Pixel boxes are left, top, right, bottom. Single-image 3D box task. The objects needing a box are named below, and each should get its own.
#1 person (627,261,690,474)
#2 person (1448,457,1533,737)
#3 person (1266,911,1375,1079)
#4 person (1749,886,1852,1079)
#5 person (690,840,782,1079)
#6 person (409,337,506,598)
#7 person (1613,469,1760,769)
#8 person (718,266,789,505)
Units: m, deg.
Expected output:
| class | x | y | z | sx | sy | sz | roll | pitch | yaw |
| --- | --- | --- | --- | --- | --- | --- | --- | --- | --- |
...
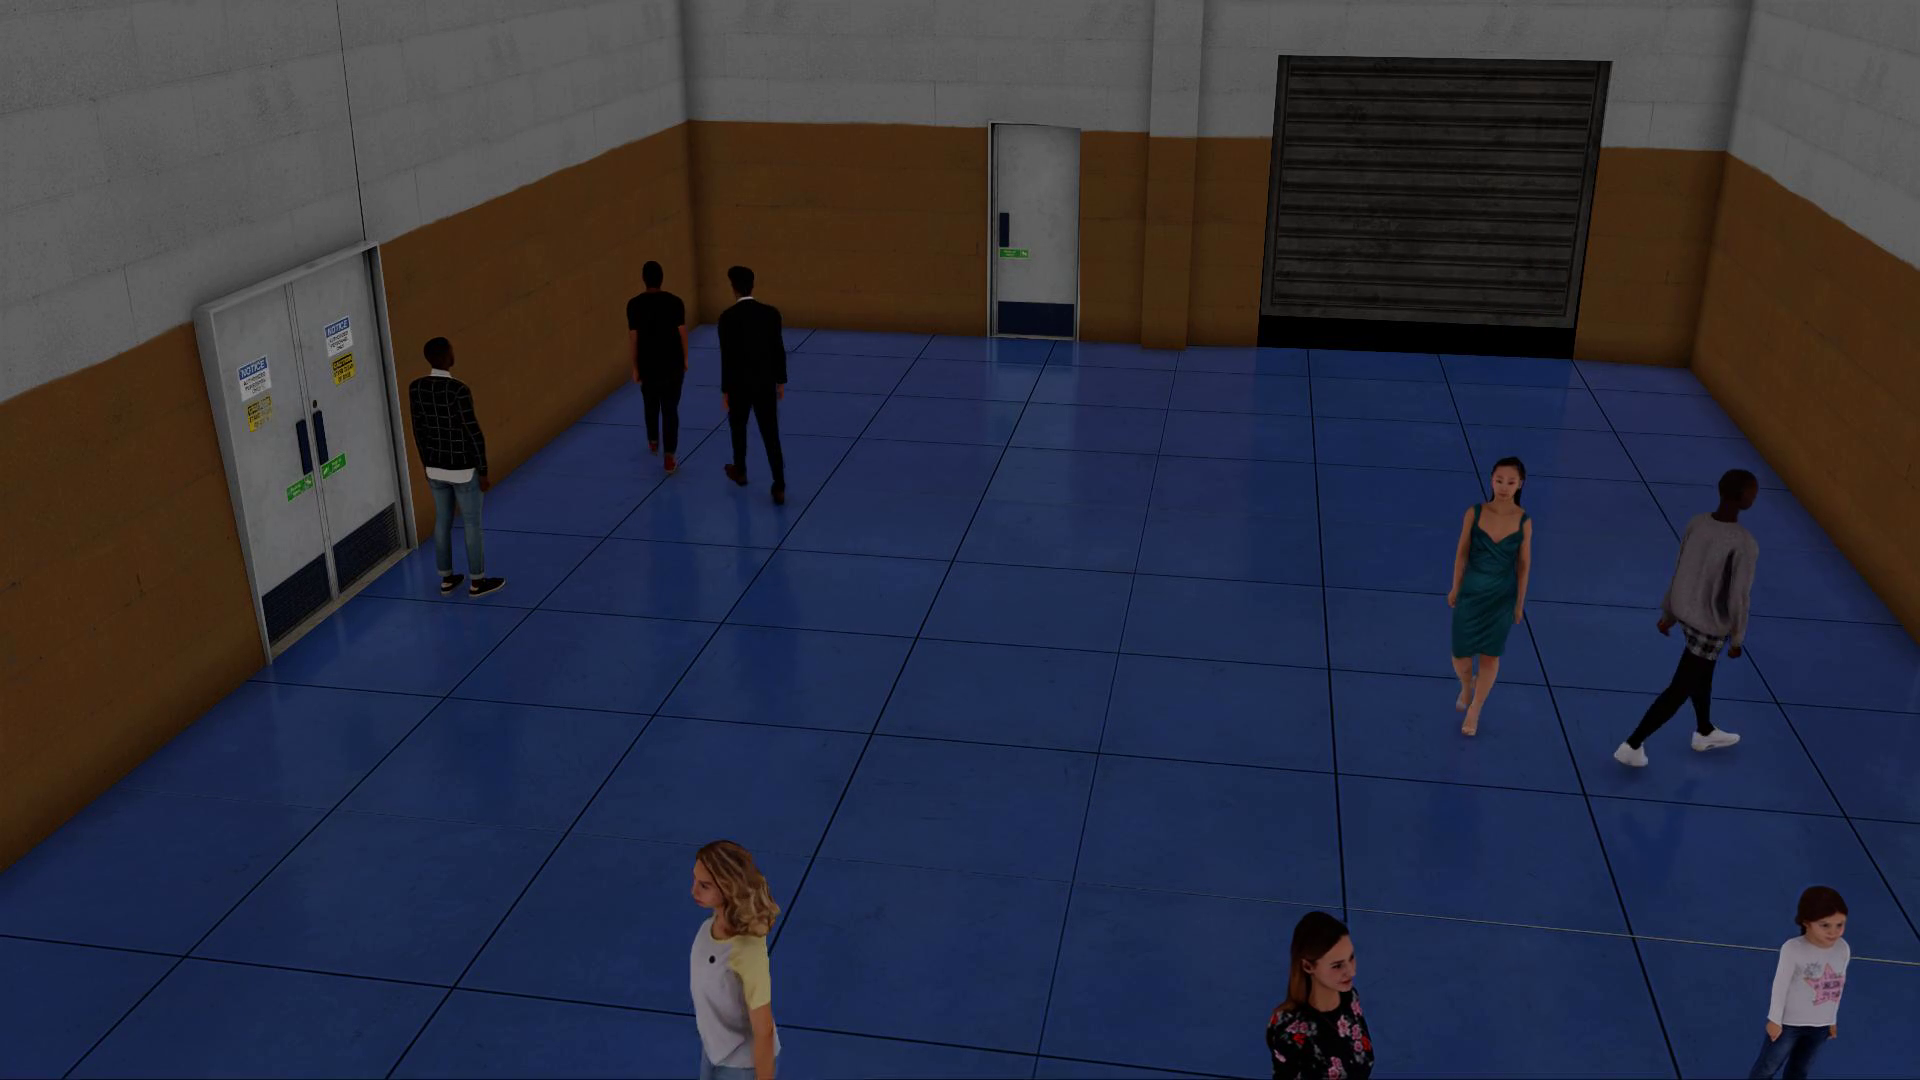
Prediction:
| class | x | y | z | sx | sy | sz | roll | pitch | yaw |
| --- | --- | --- | --- | --- | --- | --- | --- | --- | --- |
| person | -2.467 | -1.396 | 13.710 | 1.066 | 1.726 | 0.875 | -2 | 22 | -5 |
| person | 3.027 | 0.314 | 9.521 | 0.602 | 1.677 | 0.693 | 9 | 23 | 21 |
| person | 1.125 | 1.953 | 5.436 | 0.676 | 1.683 | 0.651 | 20 | 29 | 41 |
| person | 3.287 | 1.836 | 6.493 | 0.471 | 1.111 | 0.558 | -3 | 22 | -8 |
| person | -0.672 | 1.783 | 5.800 | 0.944 | 1.710 | 0.853 | -8 | 23 | -19 |
| person | -3.471 | -0.495 | 11.343 | 0.529 | 1.821 | 0.743 | 7 | 23 | 16 |
| person | 3.968 | 0.476 | 9.044 | 1.218 | 1.733 | 0.985 | -8 | 23 | -18 |
| person | -1.606 | -1.170 | 13.010 | 1.161 | 1.829 | 1.186 | -10 | 24 | -24 |
